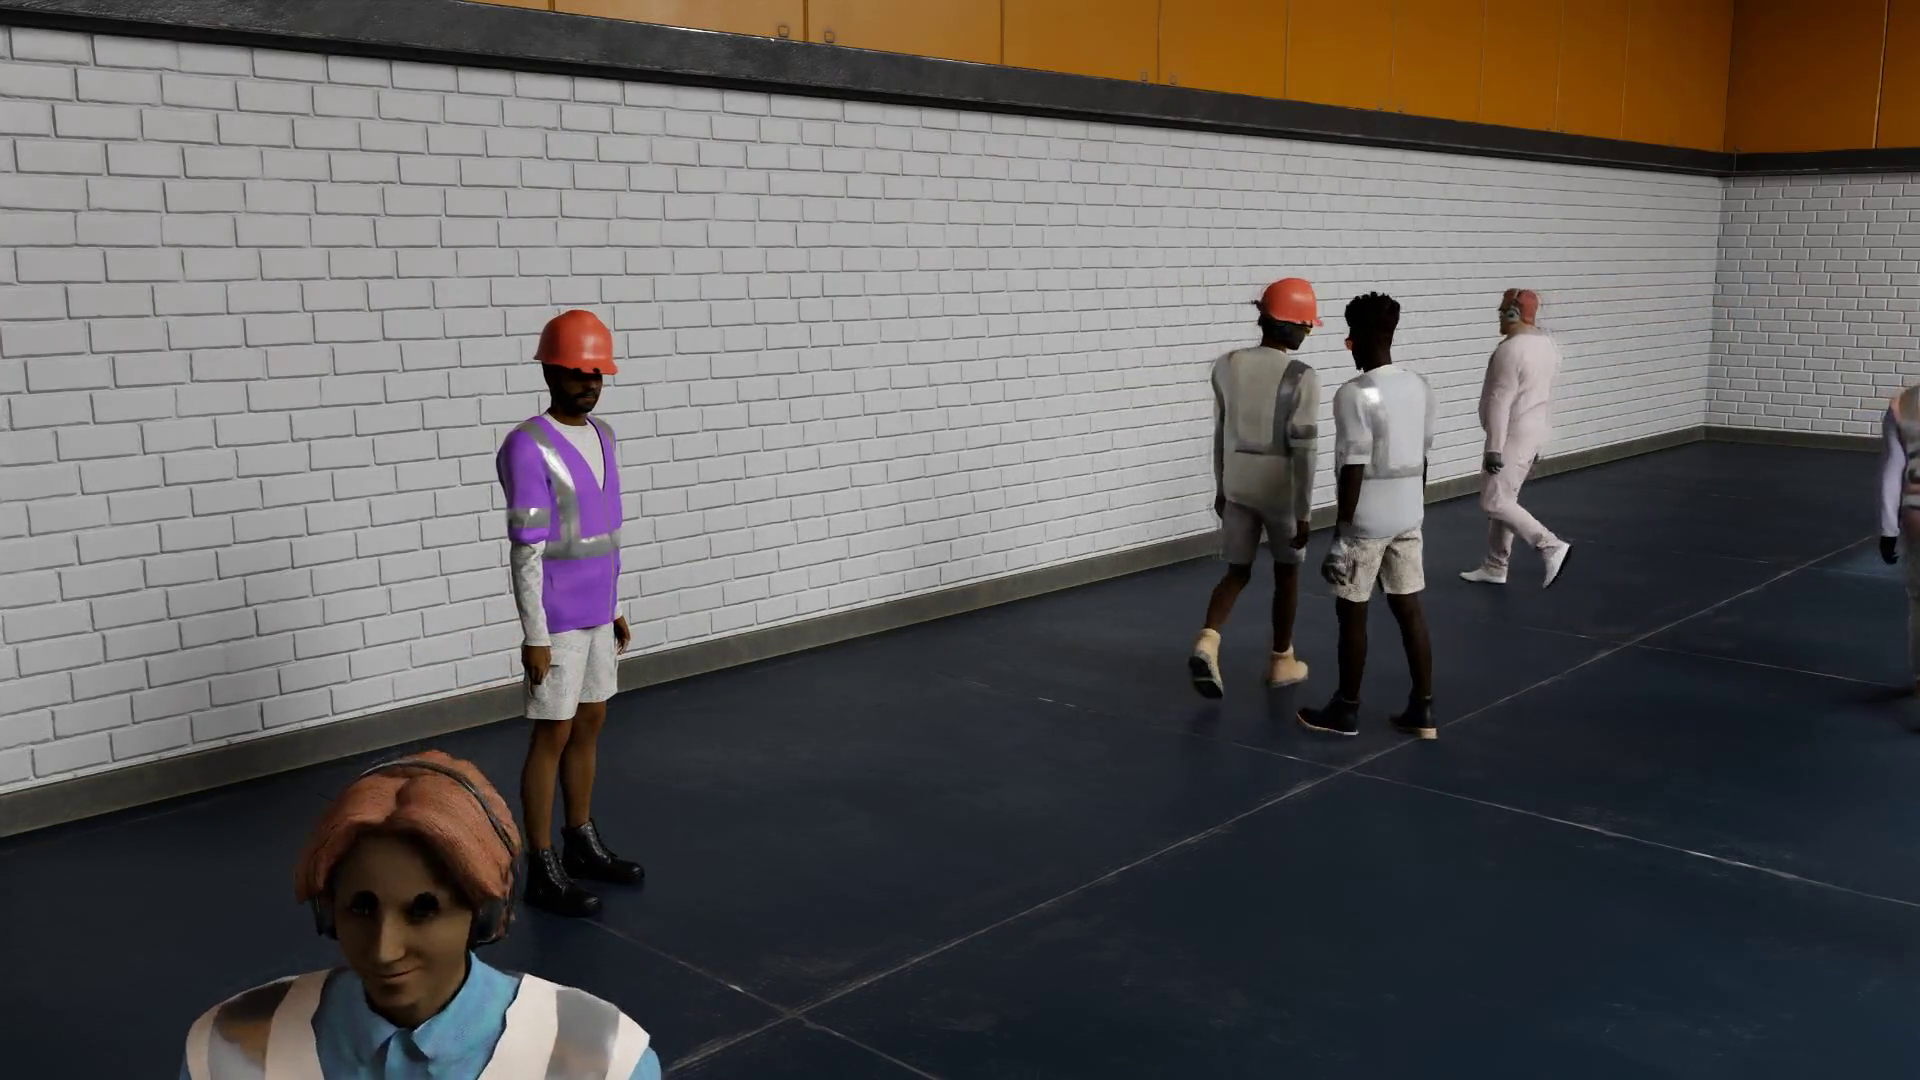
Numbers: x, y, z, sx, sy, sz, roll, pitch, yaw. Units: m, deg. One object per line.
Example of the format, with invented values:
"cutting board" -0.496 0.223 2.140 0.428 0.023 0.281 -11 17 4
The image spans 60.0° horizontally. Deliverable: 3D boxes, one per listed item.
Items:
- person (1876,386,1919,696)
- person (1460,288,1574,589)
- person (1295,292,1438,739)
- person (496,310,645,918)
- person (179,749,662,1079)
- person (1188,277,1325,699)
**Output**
"person" 4.498 -0.066 7.507 0.632 1.792 1.002 8 13 40
"person" 3.478 -0.612 10.300 0.687 1.882 0.654 8 13 39
"person" 1.797 -0.094 7.205 0.642 1.957 0.426 -8 13 -38
"person" -1.229 0.230 5.374 0.370 1.933 0.550 3 11 18
"person" -0.563 1.002 1.838 0.532 1.623 0.497 0 10 0
"person" 1.413 -0.229 7.820 0.632 1.996 0.883 8 13 40
